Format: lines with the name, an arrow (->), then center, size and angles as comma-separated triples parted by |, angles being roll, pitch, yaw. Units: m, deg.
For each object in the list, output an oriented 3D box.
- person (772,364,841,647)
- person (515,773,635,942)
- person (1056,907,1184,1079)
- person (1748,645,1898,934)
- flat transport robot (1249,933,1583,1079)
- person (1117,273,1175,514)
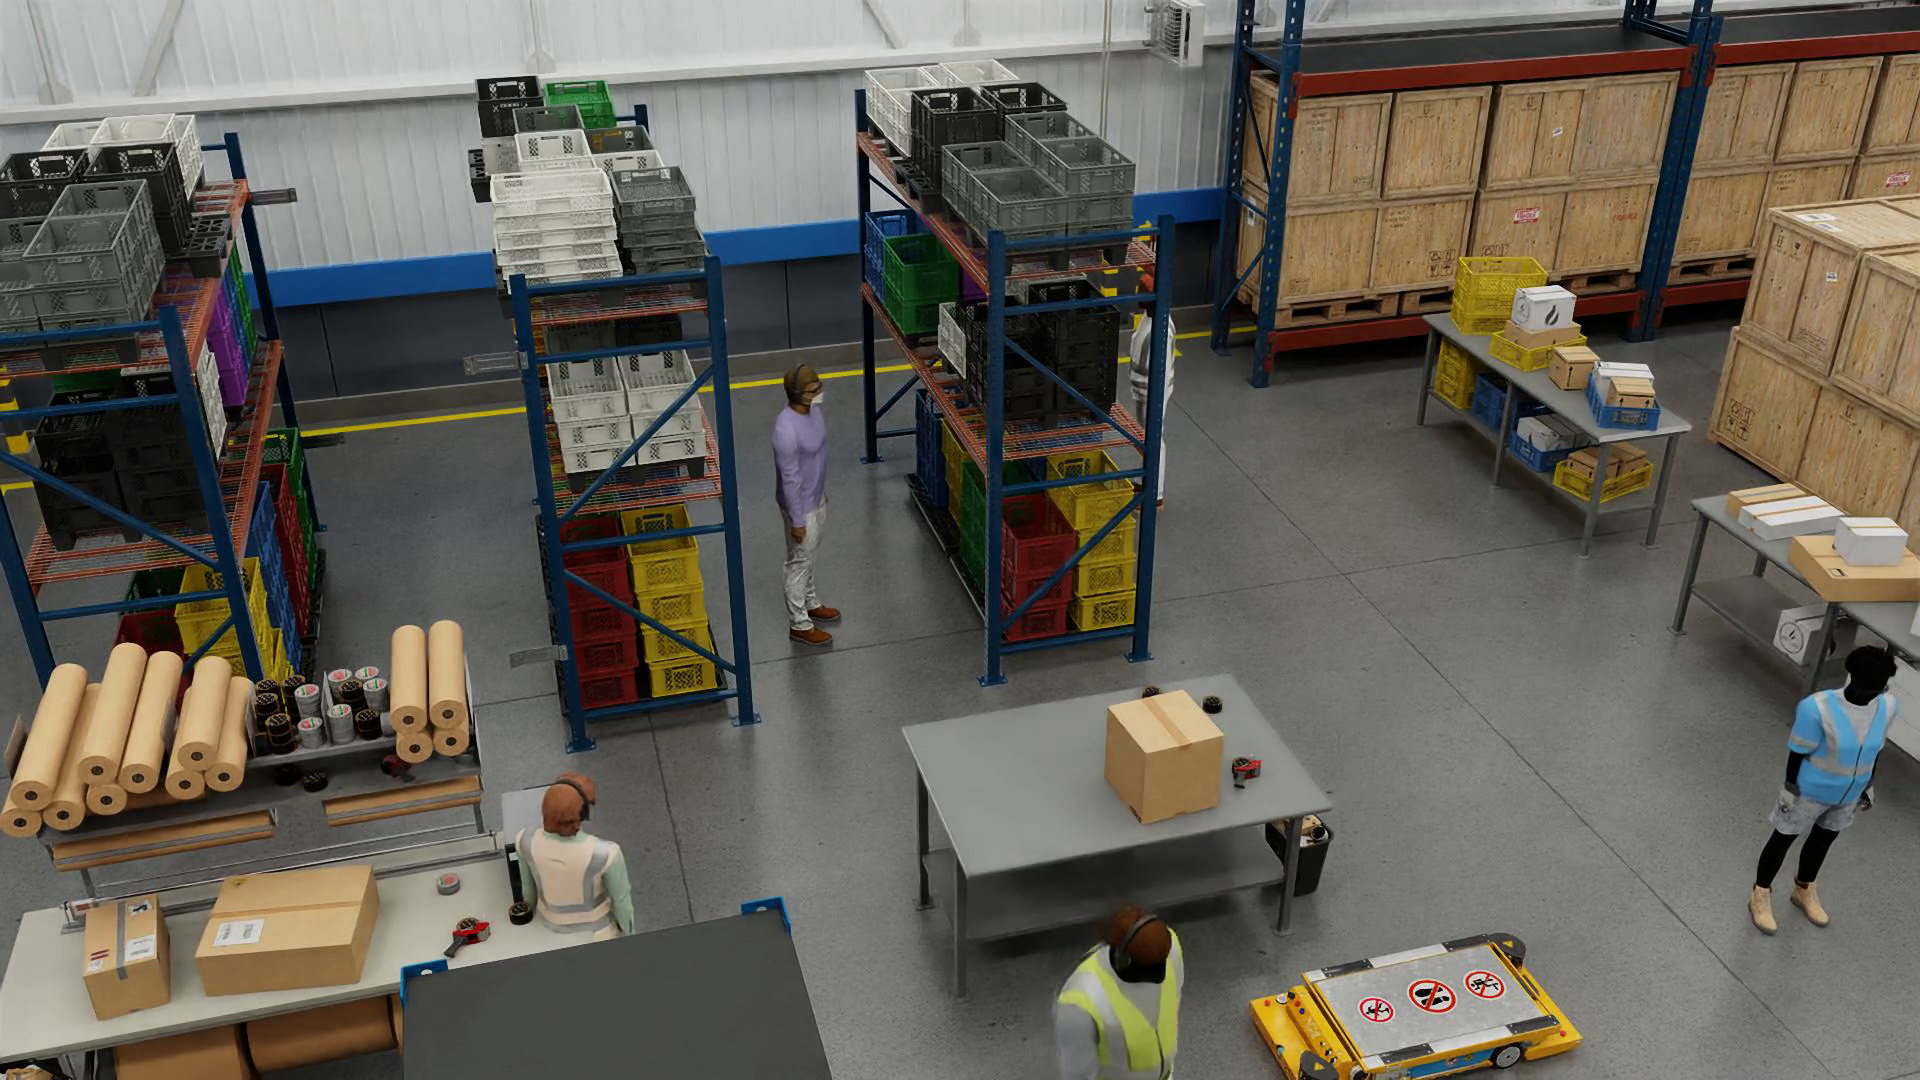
person -> -1.007, -0.242, 10.855 | 0.372, 1.940, 0.632 | 4, 29, 7
person -> -1.714, 1.766, 7.515 | 0.527, 1.631, 0.318 | 5, 29, 9
person -> 0.638, 2.143, 6.657 | 0.672, 1.806, 0.593 | -23, 36, -35
person -> 4.376, 1.247, 8.397 | 0.530, 1.692, 0.321 | -4, 29, -7
flat transport robot -> 2.184, 2.282, 7.980 | 1.431, 0.197, 0.652 | -8, 30, -14
person -> 1.419, -1.106, 12.482 | 0.342, 1.882, 0.587 | -2, 29, -4
